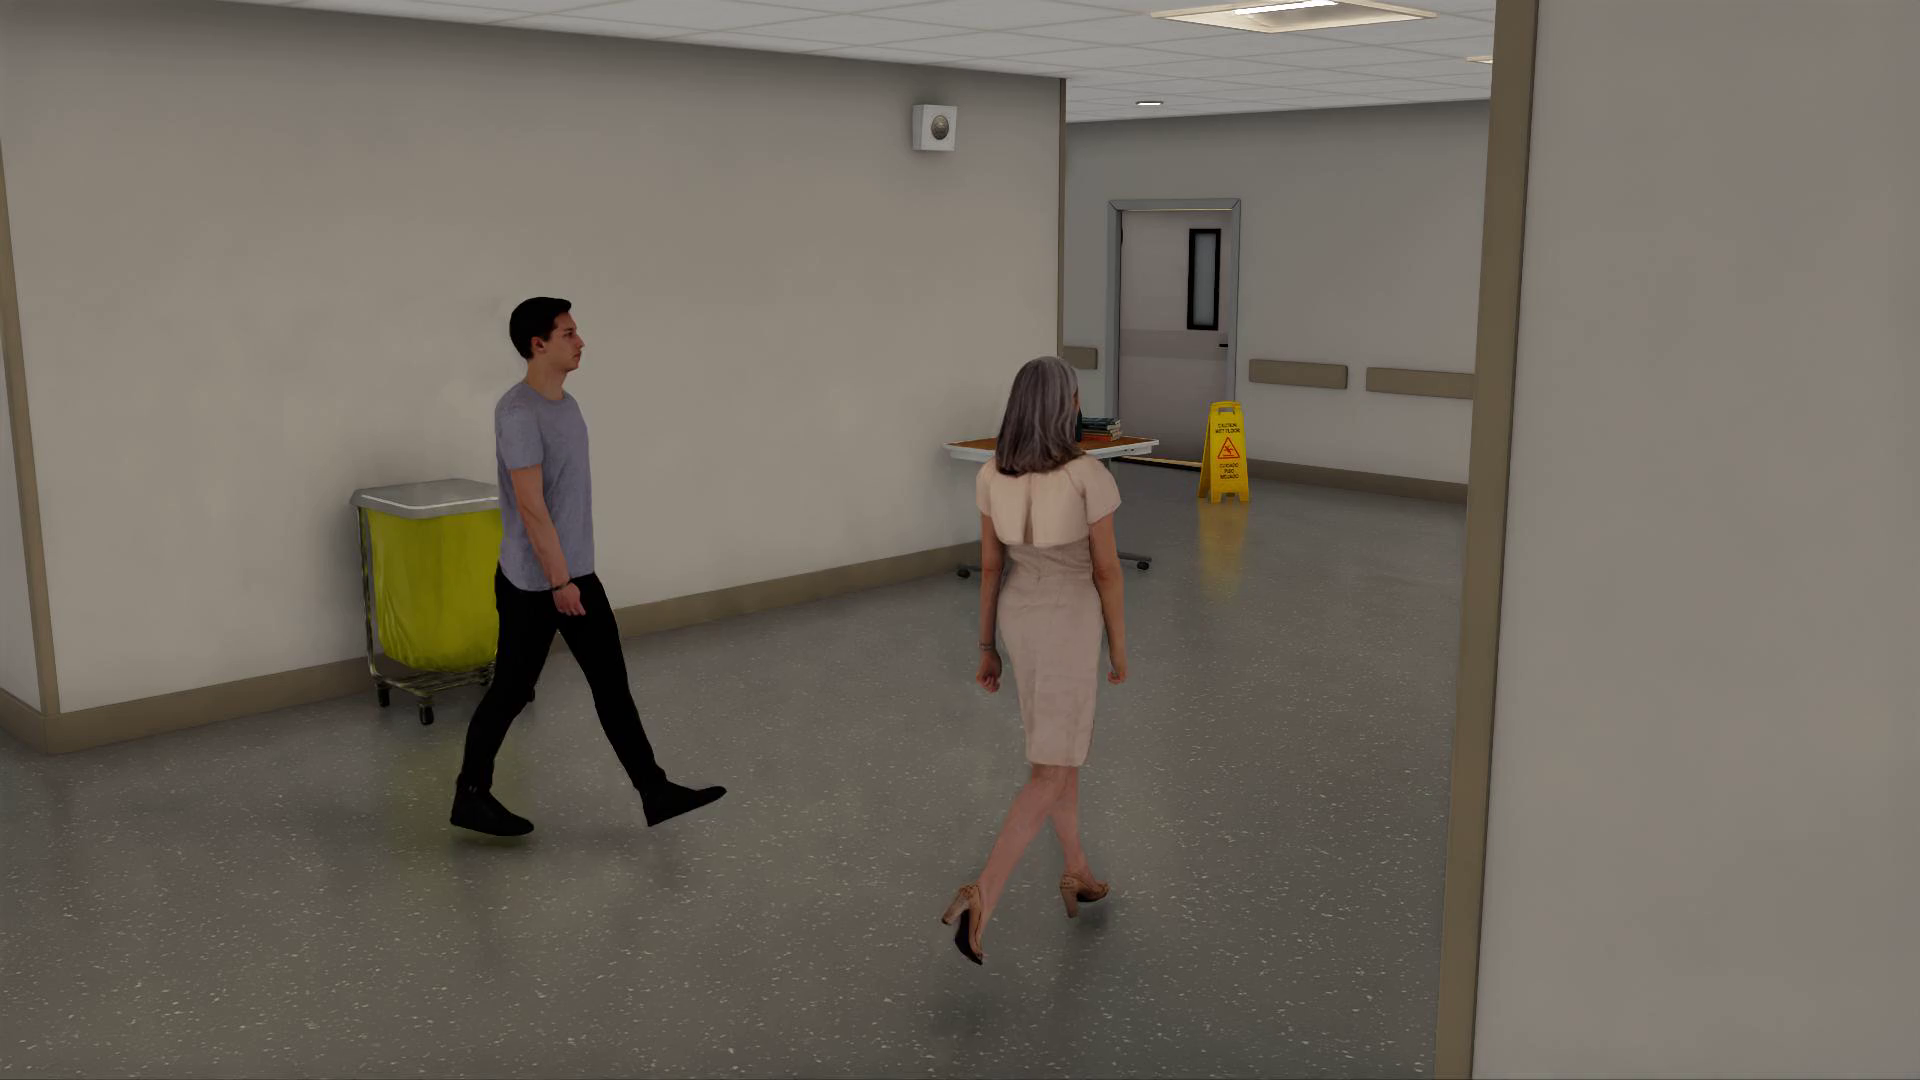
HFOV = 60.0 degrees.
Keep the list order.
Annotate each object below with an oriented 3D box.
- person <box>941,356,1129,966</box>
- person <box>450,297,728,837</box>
[{"bbox_3d":[0.225,0.372,4.692,1.135,1.706,0.792,7,13,34],"label":"person"},{"bbox_3d":[-1.474,0.145,5.578,1.277,1.821,1.071,3,11,13],"label":"person"}]
